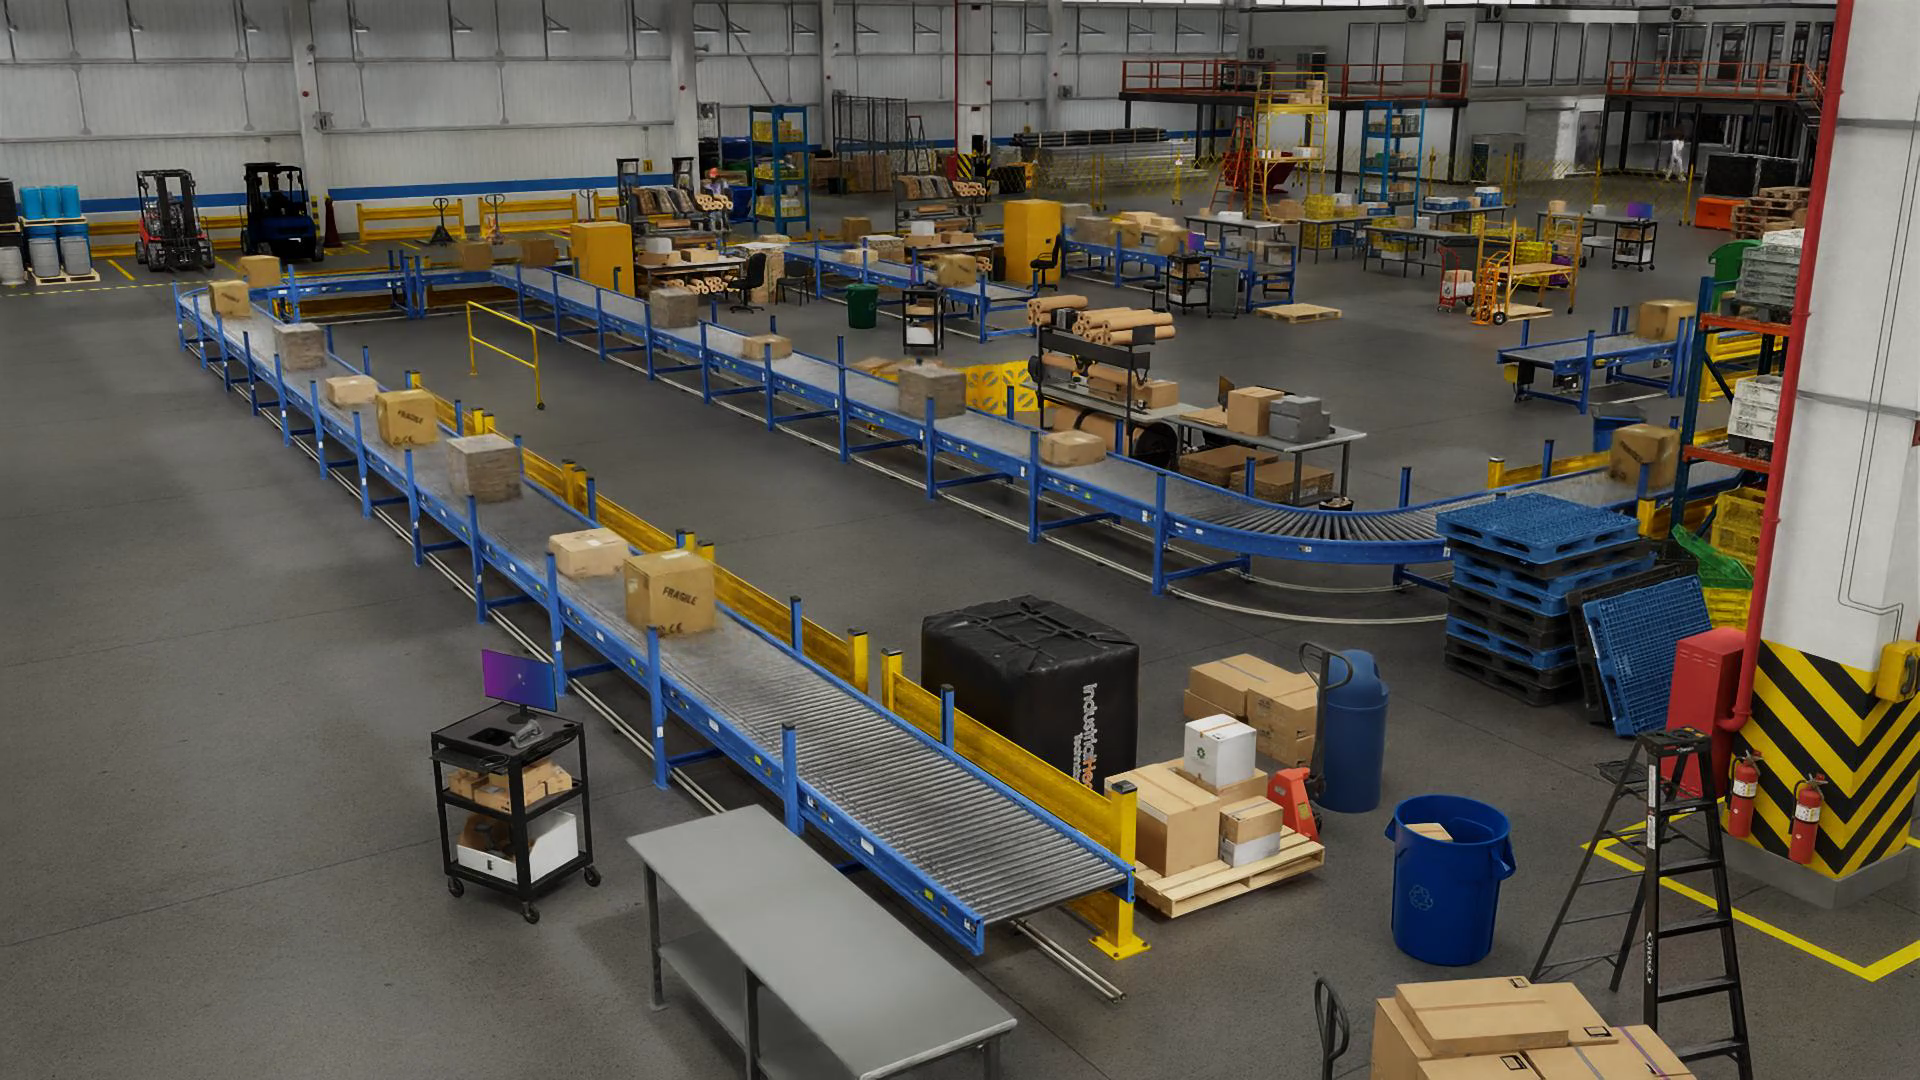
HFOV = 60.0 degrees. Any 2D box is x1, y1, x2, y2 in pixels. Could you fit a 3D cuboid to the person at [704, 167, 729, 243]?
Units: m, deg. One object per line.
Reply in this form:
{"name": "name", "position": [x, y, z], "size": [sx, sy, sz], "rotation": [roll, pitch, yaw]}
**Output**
{"name": "person", "position": [-5.888, -8.044, 40.444], "size": [0.637, 2.028, 0.674], "rotation": [4, 17, 12]}

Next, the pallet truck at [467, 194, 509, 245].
{"name": "pallet truck", "position": [-11.983, -8.177, 42.137], "size": [0.704, 1.261, 1.522], "rotation": [-11, 20, -33]}

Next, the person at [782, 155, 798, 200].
{"name": "person", "position": [-4.850, -9.954, 47.085], "size": [0.654, 1.866, 0.971], "rotation": [6, 18, 19]}

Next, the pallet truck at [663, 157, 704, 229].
{"name": "pallet truck", "position": [-7.586, -9.308, 44.692], "size": [0.823, 1.965, 1.885], "rotation": [-11, 20, -33]}

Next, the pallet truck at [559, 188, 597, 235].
{"name": "pallet truck", "position": [-10.010, -8.652, 43.699], "size": [0.653, 1.274, 1.630], "rotation": [-10, 20, -31]}

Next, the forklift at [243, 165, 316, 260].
{"name": "forklift", "position": [-15.898, -7.669, 38.708], "size": [1.157, 1.987, 2.680], "rotation": [-11, 20, -33]}

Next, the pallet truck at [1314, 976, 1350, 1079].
{"name": "pallet truck", "position": [2.299, 2.390, 7.086], "size": [1.601, 1.201, 0.680], "rotation": [-2, 17, -7]}

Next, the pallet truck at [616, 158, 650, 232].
{"name": "pallet truck", "position": [-8.918, -9.176, 44.255], "size": [0.823, 1.965, 1.885], "rotation": [-9, 19, -27]}

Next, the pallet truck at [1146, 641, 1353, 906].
{"name": "pallet truck", "position": [1.664, 1.407, 10.232], "size": [1.630, 1.274, 0.653], "rotation": [-10, 20, -31]}

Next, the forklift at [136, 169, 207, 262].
{"name": "forklift", "position": [-17.842, -7.318, 37.559], "size": [1.157, 1.987, 2.680], "rotation": [-10, 20, -31]}

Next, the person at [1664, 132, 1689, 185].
{"name": "person", "position": [25.566, -13.575, 59.172], "size": [0.598, 1.832, 0.986], "rotation": [-7, 18, -23]}

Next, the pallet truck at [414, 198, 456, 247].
{"name": "pallet truck", "position": [-13.250, -8.060, 41.856], "size": [0.680, 1.201, 1.601], "rotation": [-10, 20, -31]}
